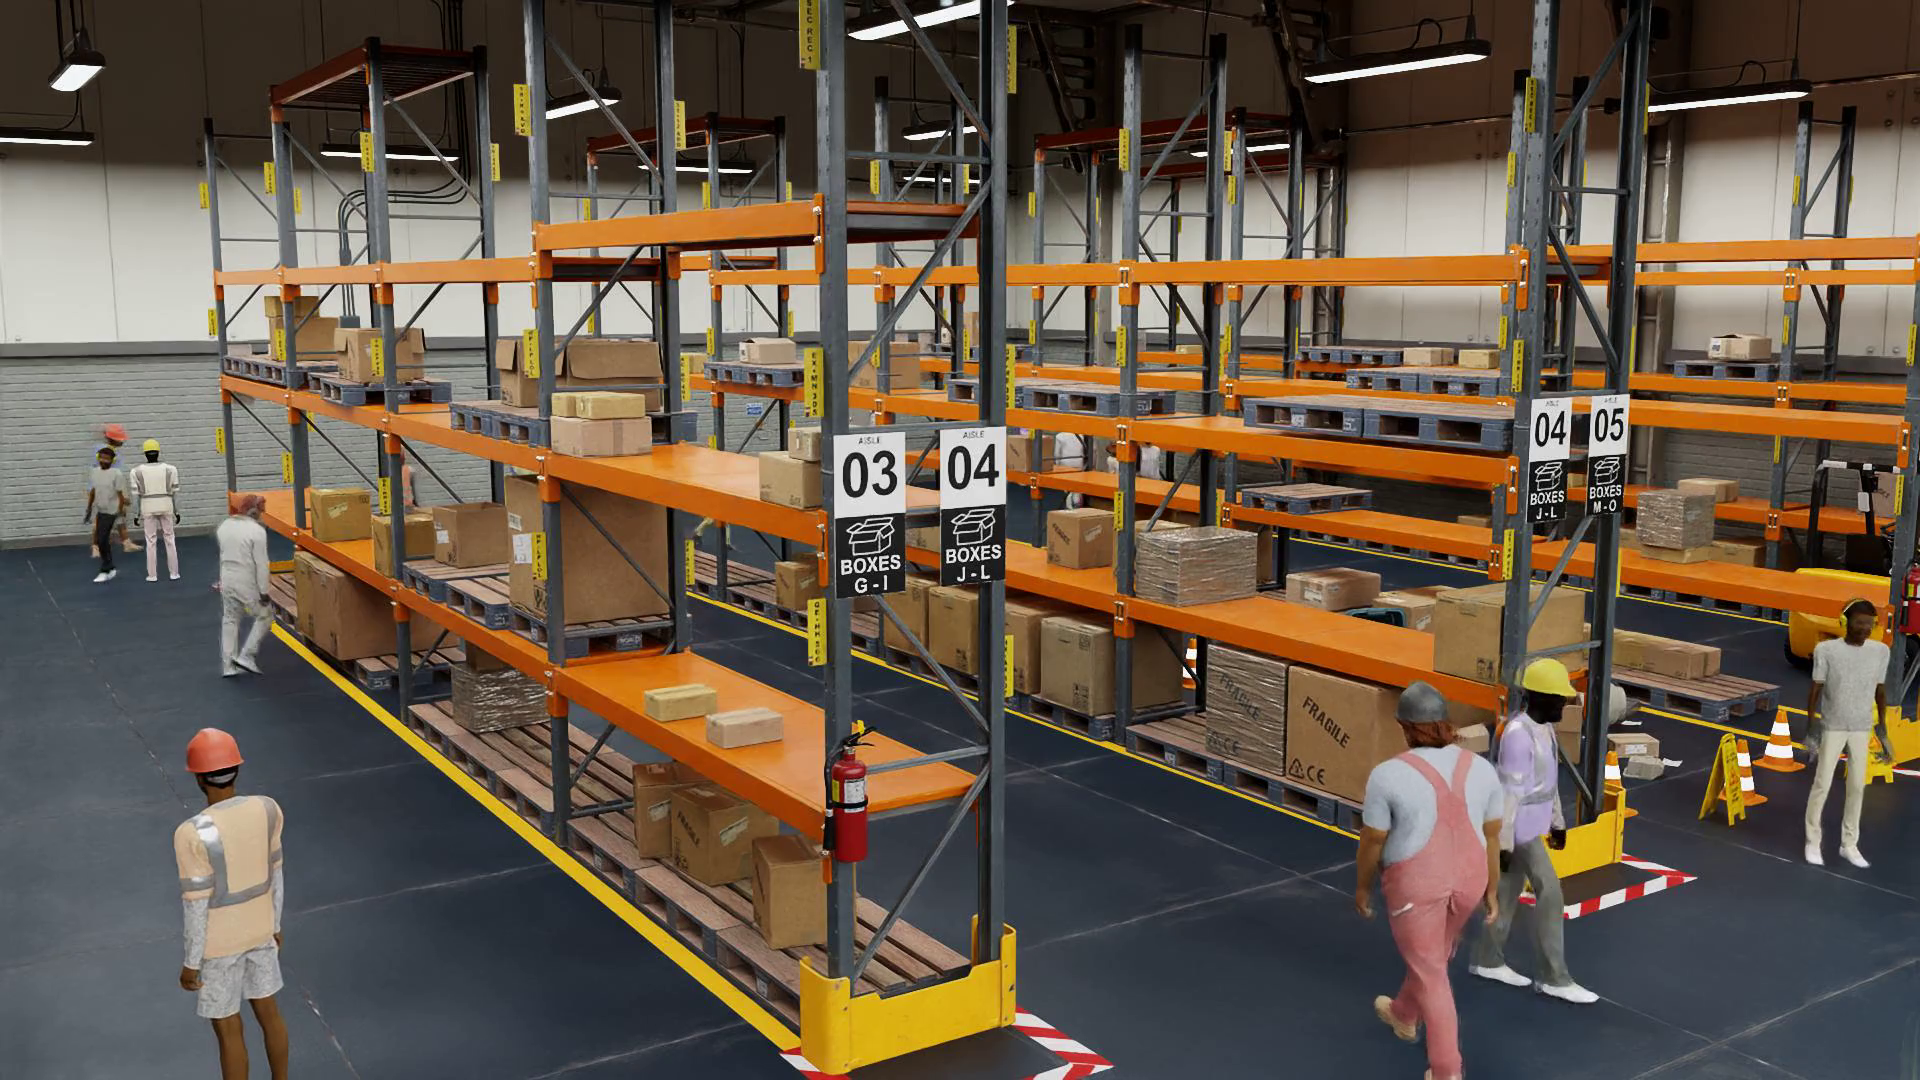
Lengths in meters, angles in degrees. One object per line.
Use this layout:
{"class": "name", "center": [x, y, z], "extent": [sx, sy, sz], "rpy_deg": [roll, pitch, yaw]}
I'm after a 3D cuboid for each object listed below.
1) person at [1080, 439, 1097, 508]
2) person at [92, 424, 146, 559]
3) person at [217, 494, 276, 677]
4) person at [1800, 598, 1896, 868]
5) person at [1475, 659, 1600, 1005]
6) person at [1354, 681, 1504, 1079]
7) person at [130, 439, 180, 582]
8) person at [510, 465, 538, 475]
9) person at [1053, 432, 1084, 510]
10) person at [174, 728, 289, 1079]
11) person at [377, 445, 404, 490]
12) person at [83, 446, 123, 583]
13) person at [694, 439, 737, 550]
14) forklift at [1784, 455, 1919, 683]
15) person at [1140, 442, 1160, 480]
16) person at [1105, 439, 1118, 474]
{"class": "person", "center": [2.195, -1.172, 28.077], "extent": [0.329, 1.767, 0.528], "rpy_deg": [2, 9, 11]}
{"class": "person", "center": [-12.382, -0.721, 24.386], "extent": [0.817, 1.974, 0.699], "rpy_deg": [-6, 11, -35]}
{"class": "person", "center": [-7.252, 0.467, 16.826], "extent": [0.768, 1.868, 0.449], "rpy_deg": [3, 9, 21]}
{"class": "person", "center": [6.046, 1.308, 11.296], "extent": [0.588, 1.853, 0.369], "rpy_deg": [1, 9, 5]}
{"class": "person", "center": [3.261, 1.596, 9.180], "extent": [0.807, 1.896, 0.621], "rpy_deg": [5, 10, 28]}
{"class": "person", "center": [2.318, 1.663, 8.288], "extent": [0.690, 2.000, 1.040], "rpy_deg": [-2, 9, -15]}
{"class": "person", "center": [-10.800, -0.392, 22.356], "extent": [0.585, 1.925, 0.373], "rpy_deg": [-5, 10, -30]}
{"class": "person", "center": [-6.098, -0.566, 23.590], "extent": [0.600, 1.901, 0.473], "rpy_deg": [-4, 10, -28]}
{"class": "person", "center": [1.934, -1.365, 29.504], "extent": [0.589, 1.717, 0.482], "rpy_deg": [-2, 9, -13]}
{"class": "person", "center": [-3.355, 1.813, 7.639], "extent": [0.375, 1.934, 0.548], "rpy_deg": [4, 9, 26]}
{"class": "person", "center": [-7.825, -0.484, 22.949], "extent": [0.357, 1.930, 0.587], "rpy_deg": [-5, 10, -32]}
{"class": "person", "center": [-11.509, -0.351, 22.353], "extent": [0.556, 1.833, 0.424], "rpy_deg": [4, 9, 24]}
{"class": "person", "center": [-3.703, -0.708, 25.116], "extent": [0.639, 1.733, 0.571], "rpy_deg": [6, 11, 36]}
{"class": "forklift", "center": [9.643, 0.253, 17.172], "extent": [2.313, 2.155, 1.214], "rpy_deg": [-6, 10, -33]}
{"class": "person", "center": [2.976, -0.931, 26.481], "extent": [0.526, 1.765, 0.329], "rpy_deg": [-5, 10, -31]}
{"class": "person", "center": [2.375, -0.741, 25.647], "extent": [0.289, 1.632, 0.497], "rpy_deg": [2, 9, 15]}
